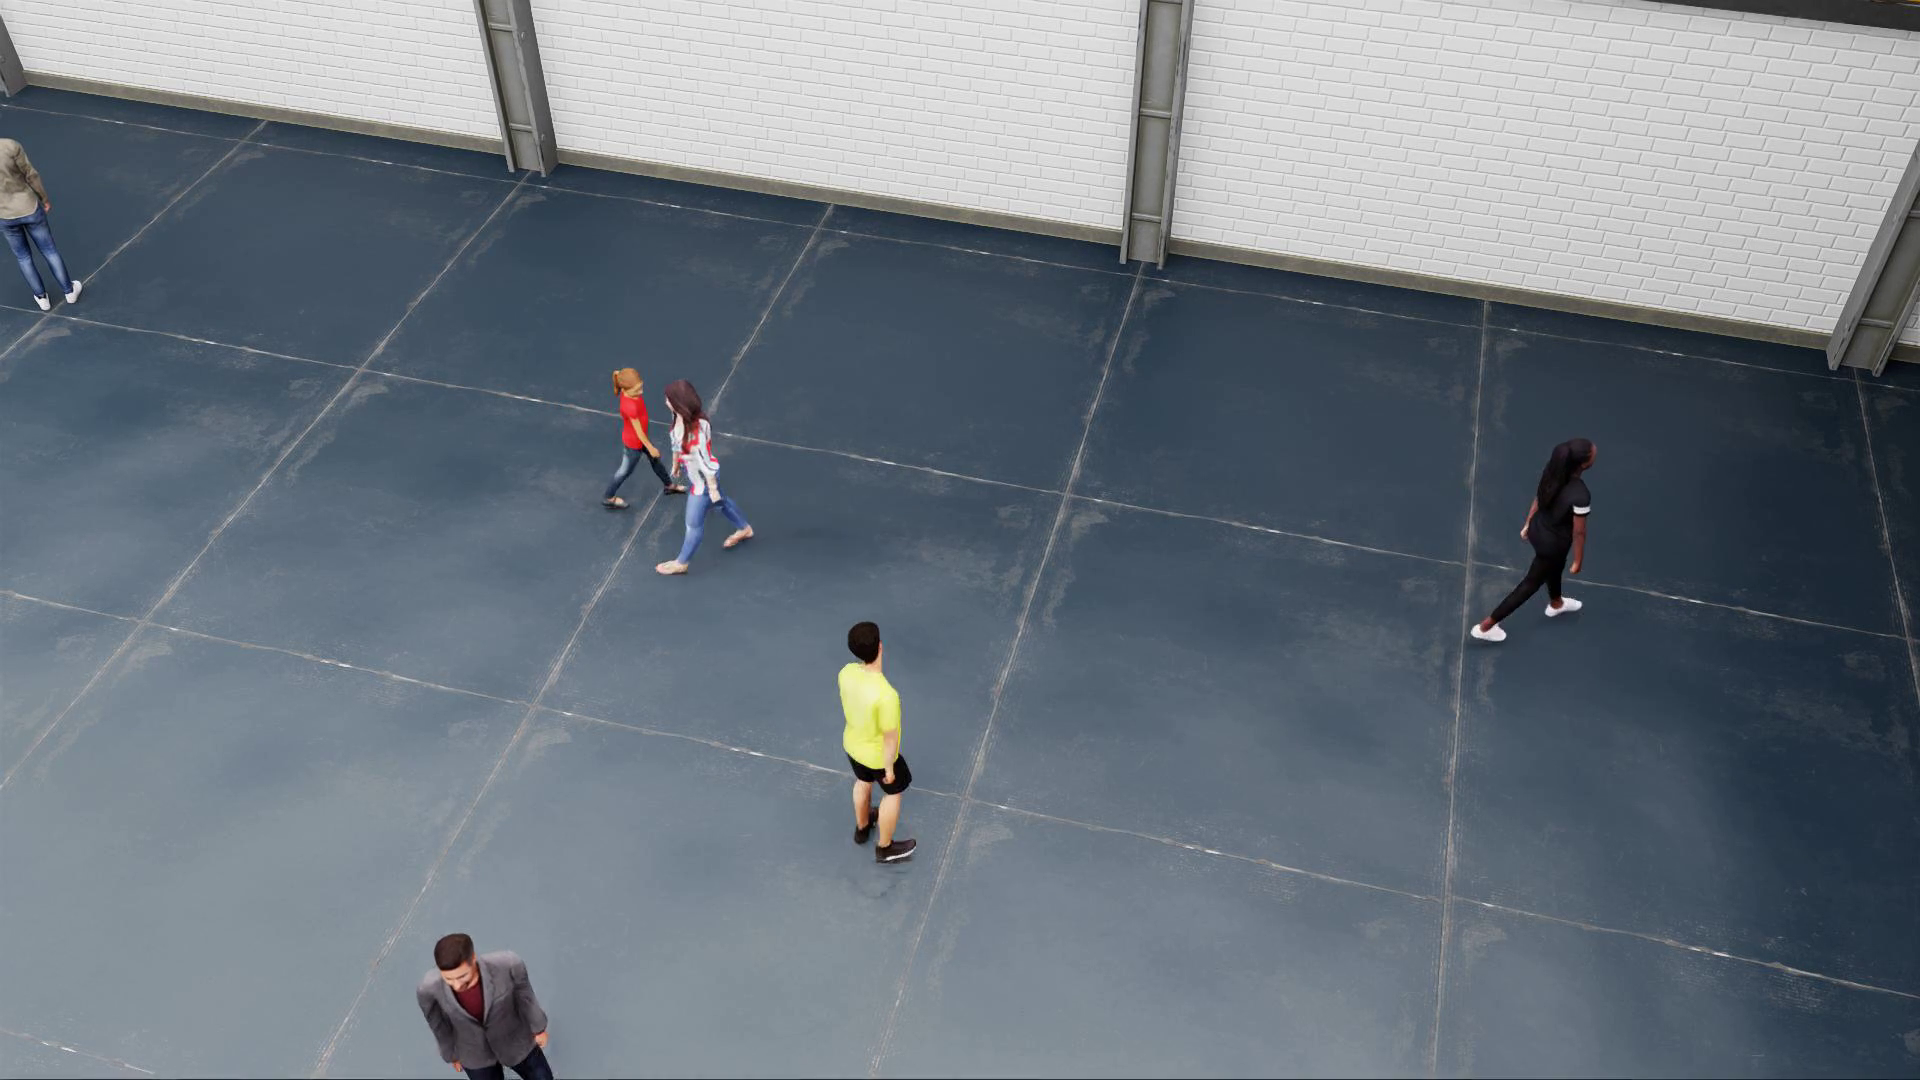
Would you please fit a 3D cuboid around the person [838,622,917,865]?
[{"bbox_3d":[-0.533,1.247,9.808,0.899,1.667,0.765,-25,49,-24],"label":"person"}]

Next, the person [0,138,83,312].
[{"bbox_3d":[-7.870,-2.752,13.862,0.764,1.865,0.849,-18,46,-18],"label":"person"}]

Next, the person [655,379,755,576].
[{"bbox_3d":[-1.743,-0.487,11.696,1.102,1.573,1.050,-24,48,-23],"label":"person"}]

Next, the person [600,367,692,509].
[{"bbox_3d":[-2.442,-0.727,12.162,0.936,1.278,0.645,-3,44,-3],"label":"person"}]

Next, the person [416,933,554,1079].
[{"bbox_3d":[-2.342,2.476,8.379,1.009,1.859,1.032,-14,45,-14],"label":"person"}]

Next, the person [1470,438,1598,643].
[{"bbox_3d":[3.858,0.042,11.059,1.230,1.685,0.984,-9,44,-9],"label":"person"}]
